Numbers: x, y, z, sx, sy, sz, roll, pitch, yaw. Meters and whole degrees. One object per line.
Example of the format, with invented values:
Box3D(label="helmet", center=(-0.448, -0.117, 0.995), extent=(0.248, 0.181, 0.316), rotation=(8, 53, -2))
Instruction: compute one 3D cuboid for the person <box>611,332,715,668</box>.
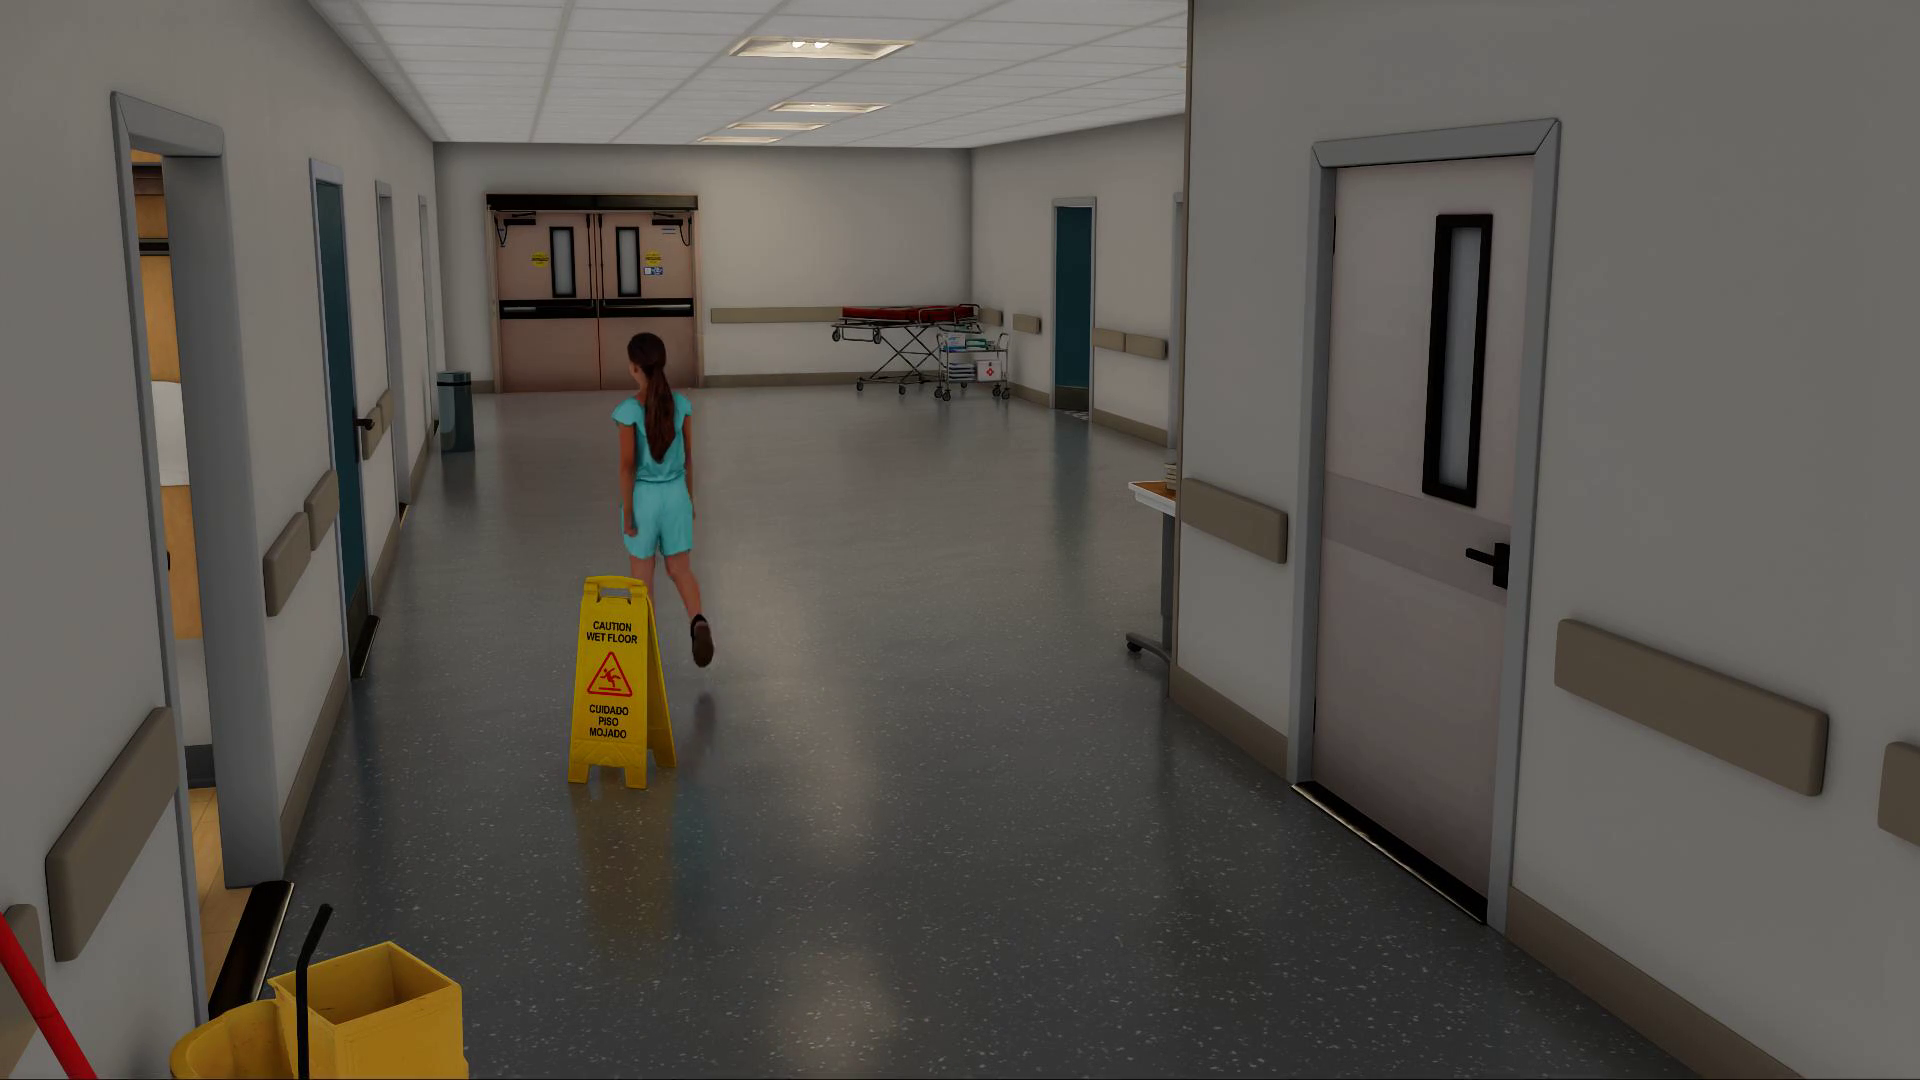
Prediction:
Box3D(label="person", center=(-1.341, -0.157, 7.558), extent=(0.719, 1.543, 0.980), rotation=(-7, 13, -32))
